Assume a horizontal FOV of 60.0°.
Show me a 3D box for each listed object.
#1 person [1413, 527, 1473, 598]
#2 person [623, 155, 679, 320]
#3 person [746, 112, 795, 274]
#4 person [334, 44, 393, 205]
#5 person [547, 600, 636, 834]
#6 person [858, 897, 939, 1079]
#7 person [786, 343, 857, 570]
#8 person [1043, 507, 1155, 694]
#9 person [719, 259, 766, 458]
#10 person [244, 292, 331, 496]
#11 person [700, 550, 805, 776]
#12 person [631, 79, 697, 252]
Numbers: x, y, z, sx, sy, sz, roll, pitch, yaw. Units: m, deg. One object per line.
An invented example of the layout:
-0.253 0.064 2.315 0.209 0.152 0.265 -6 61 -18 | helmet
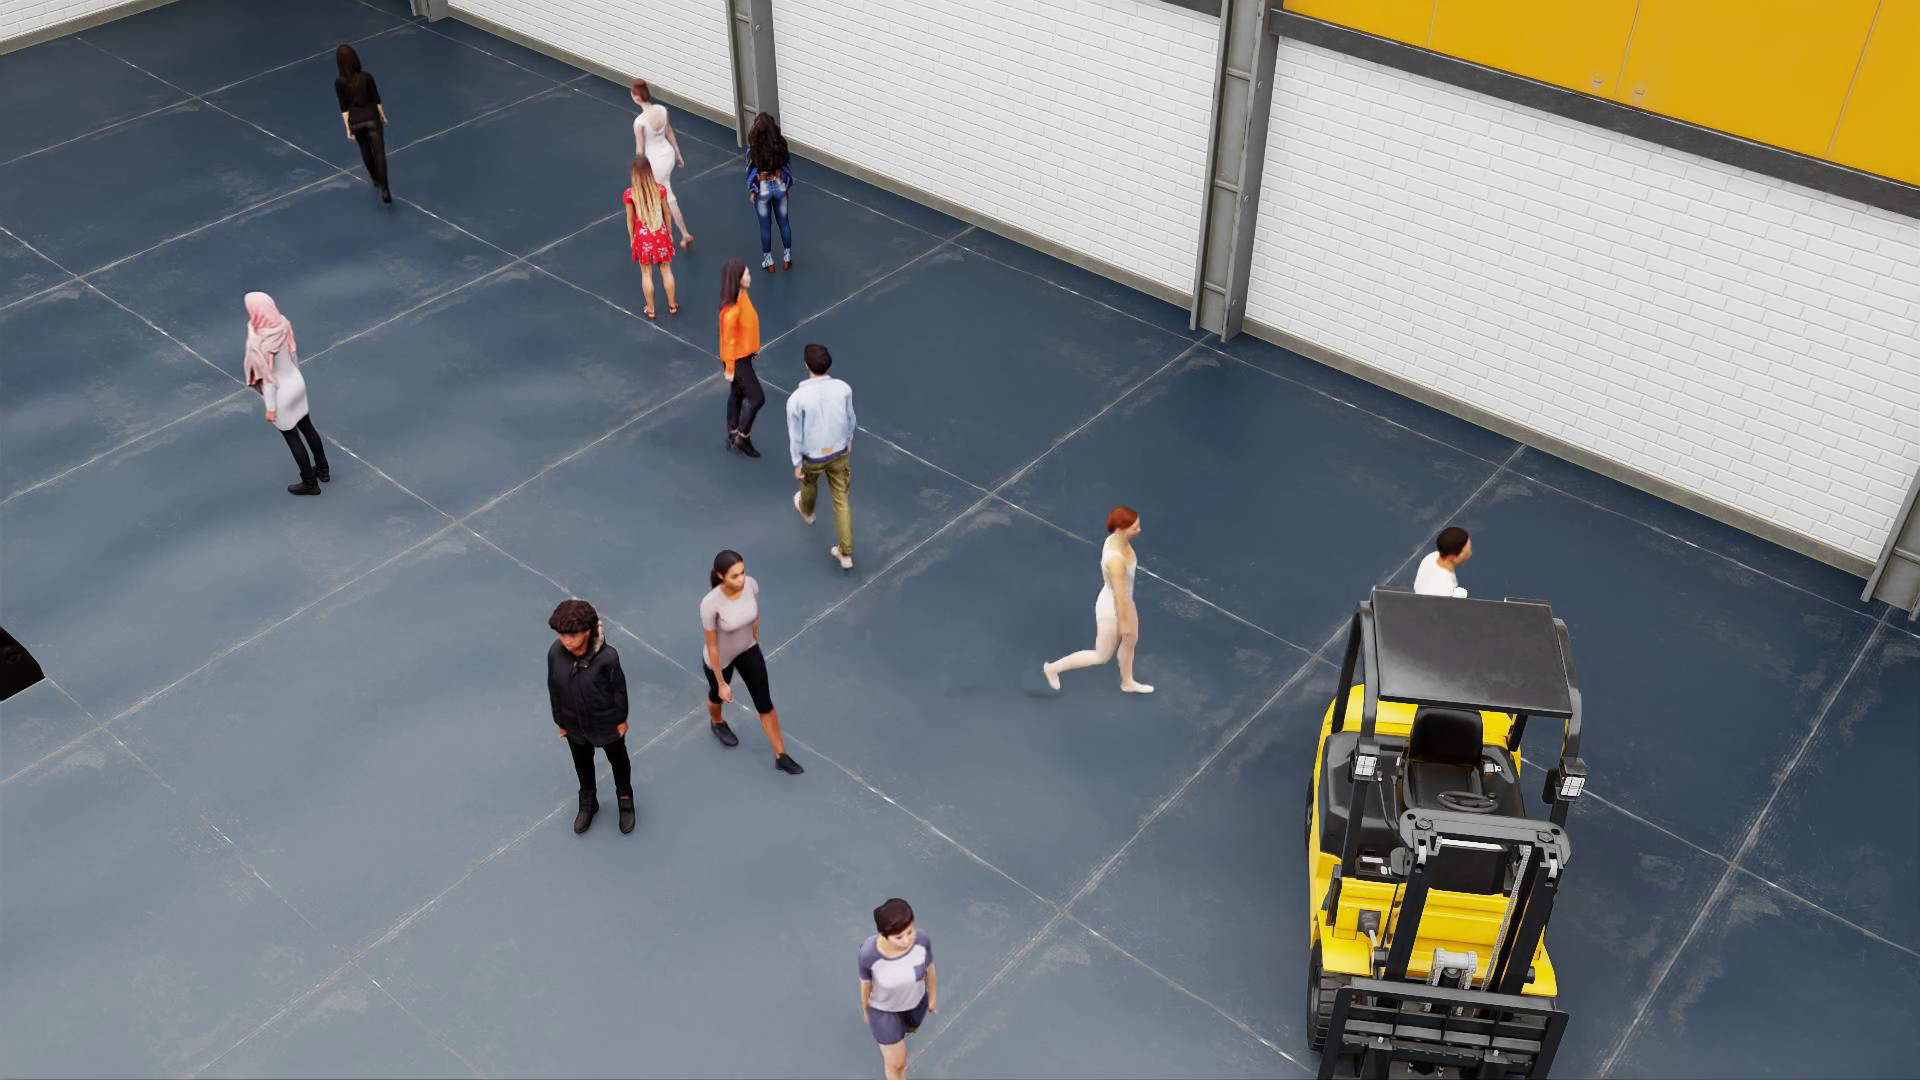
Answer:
2.913 0.637 10.754 1.141 1.771 1.061 -2 39 -3 | person
-2.818 -2.755 15.144 0.659 1.593 0.689 -12 40 -15 | person
-1.801 -3.311 15.824 0.692 1.614 0.713 -11 40 -14 | person
-6.046 -4.216 16.954 0.947 1.617 1.096 -9 39 -11 | person
-2.261 1.068 10.207 0.720 1.780 0.798 1 39 2 | person
-0.360 2.374 8.768 0.829 1.535 1.052 -16 41 -19 | person
-0.974 -0.584 12.289 1.034 1.764 1.287 -16 41 -19 | person
0.939 0.457 11.102 1.056 1.618 0.859 5 39 7 | person
-1.870 -1.452 13.404 0.797 1.729 0.762 5 39 6 | person
-5.256 -1.144 12.958 0.733 1.803 0.725 10 40 12 | person
-1.523 0.727 10.694 0.751 1.706 1.143 -27 46 -30 | person
-2.810 -3.550 16.003 0.882 1.764 0.663 29 47 31 | person
